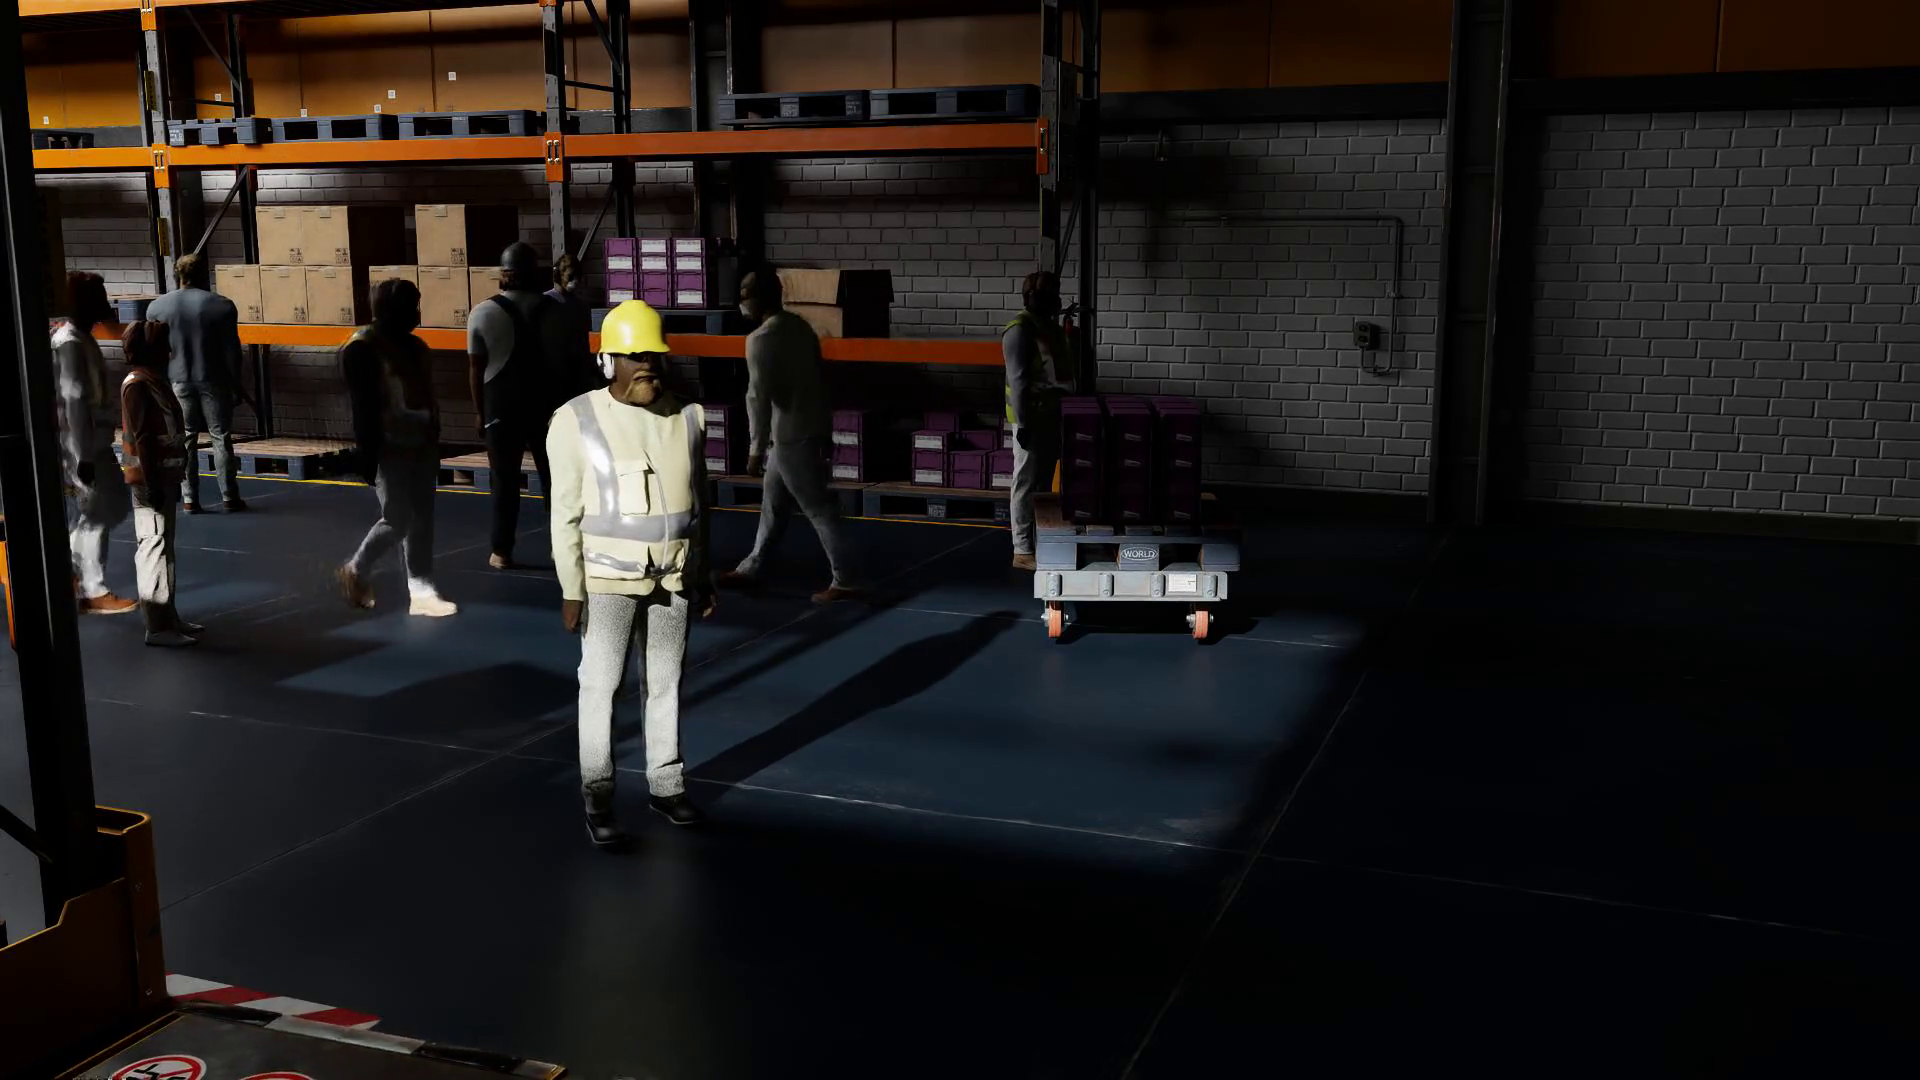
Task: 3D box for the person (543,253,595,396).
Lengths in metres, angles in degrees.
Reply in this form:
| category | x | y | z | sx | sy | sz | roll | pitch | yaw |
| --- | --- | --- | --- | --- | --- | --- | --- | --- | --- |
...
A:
| category | x | y | z | sx | sy | sz | roll | pitch | yaw |
| --- | --- | --- | --- | --- | --- | --- | --- | --- | --- |
| person | -2.932 | -1.161 | 12.431 | 0.370 | 1.934 | 0.627 | 4 | 11 | 21 |

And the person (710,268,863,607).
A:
| category | x | y | z | sx | sy | sz | roll | pitch | yaw |
| --- | --- | --- | --- | --- | --- | --- | --- | --- | --- |
| person | -0.989 | -0.555 | 9.212 | 0.976 | 1.872 | 0.637 | 2 | 10 | 13 |

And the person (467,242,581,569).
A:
| category | x | y | z | sx | sy | sz | roll | pitch | yaw |
| --- | --- | --- | --- | --- | --- | --- | --- | --- | --- |
| person | -2.723 | -0.851 | 10.399 | 0.690 | 2.000 | 0.539 | -4 | 11 | -23 |

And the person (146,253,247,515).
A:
| category | x | y | z | sx | sy | sz | roll | pitch | yaw |
| --- | --- | --- | --- | --- | --- | --- | --- | --- | --- |
| person | -5.663 | -1.153 | 12.367 | 0.629 | 1.940 | 0.376 | -3 | 10 | -14 |

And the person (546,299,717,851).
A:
| category | x | y | z | sx | sy | sz | roll | pitch | yaw |
| --- | --- | --- | --- | --- | --- | --- | --- | --- | --- |
| person | -1.079 | 0.112 | 5.615 | 0.591 | 1.833 | 0.404 | -8 | 13 | -38 |

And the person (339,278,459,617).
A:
| category | x | y | z | sx | sy | sz | roll | pitch | yaw |
| --- | --- | --- | --- | --- | --- | --- | --- | --- | --- |
| person | -3.018 | -0.481 | 8.918 | 0.538 | 1.829 | 0.650 | 3 | 11 | 16 |

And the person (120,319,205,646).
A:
| category | x | y | z | sx | sy | sz | roll | pitch | yaw |
| --- | --- | --- | --- | --- | --- | --- | --- | --- | --- |
| person | -4.042 | -0.286 | 8.373 | 0.307 | 1.641 | 0.514 | -3 | 11 | -17 |

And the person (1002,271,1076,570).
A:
| category | x | y | z | sx | sy | sz | roll | pitch | yaw |
| --- | --- | --- | --- | --- | --- | --- | --- | --- | --- |
| person | 0.505 | -0.743 | 10.358 | 0.429 | 1.844 | 0.624 | 5 | 11 | 24 |

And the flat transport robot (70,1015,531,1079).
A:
| category | x | y | z | sx | sy | sz | roll | pitch | yaw |
| --- | --- | --- | --- | --- | --- | --- | --- | --- | --- |
| flat transport robot | -1.390 | 1.273 | 3.498 | 1.431 | 0.197 | 0.652 | 3 | 11 | 19 |

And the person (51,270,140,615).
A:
| category | x | y | z | sx | sy | sz | roll | pitch | yaw |
| --- | --- | --- | --- | --- | --- | --- | --- | --- | --- |
| person | -4.732 | -0.516 | 9.002 | 0.456 | 1.869 | 0.606 | -4 | 11 | -22 |

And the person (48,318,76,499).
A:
| category | x | y | z | sx | sy | sz | roll | pitch | yaw |
| --- | --- | --- | --- | --- | --- | --- | --- | --- | --- |
| person | -7.248 | -1.264 | 13.133 | 0.337 | 1.883 | 0.584 | -5 | 11 | -25 |
